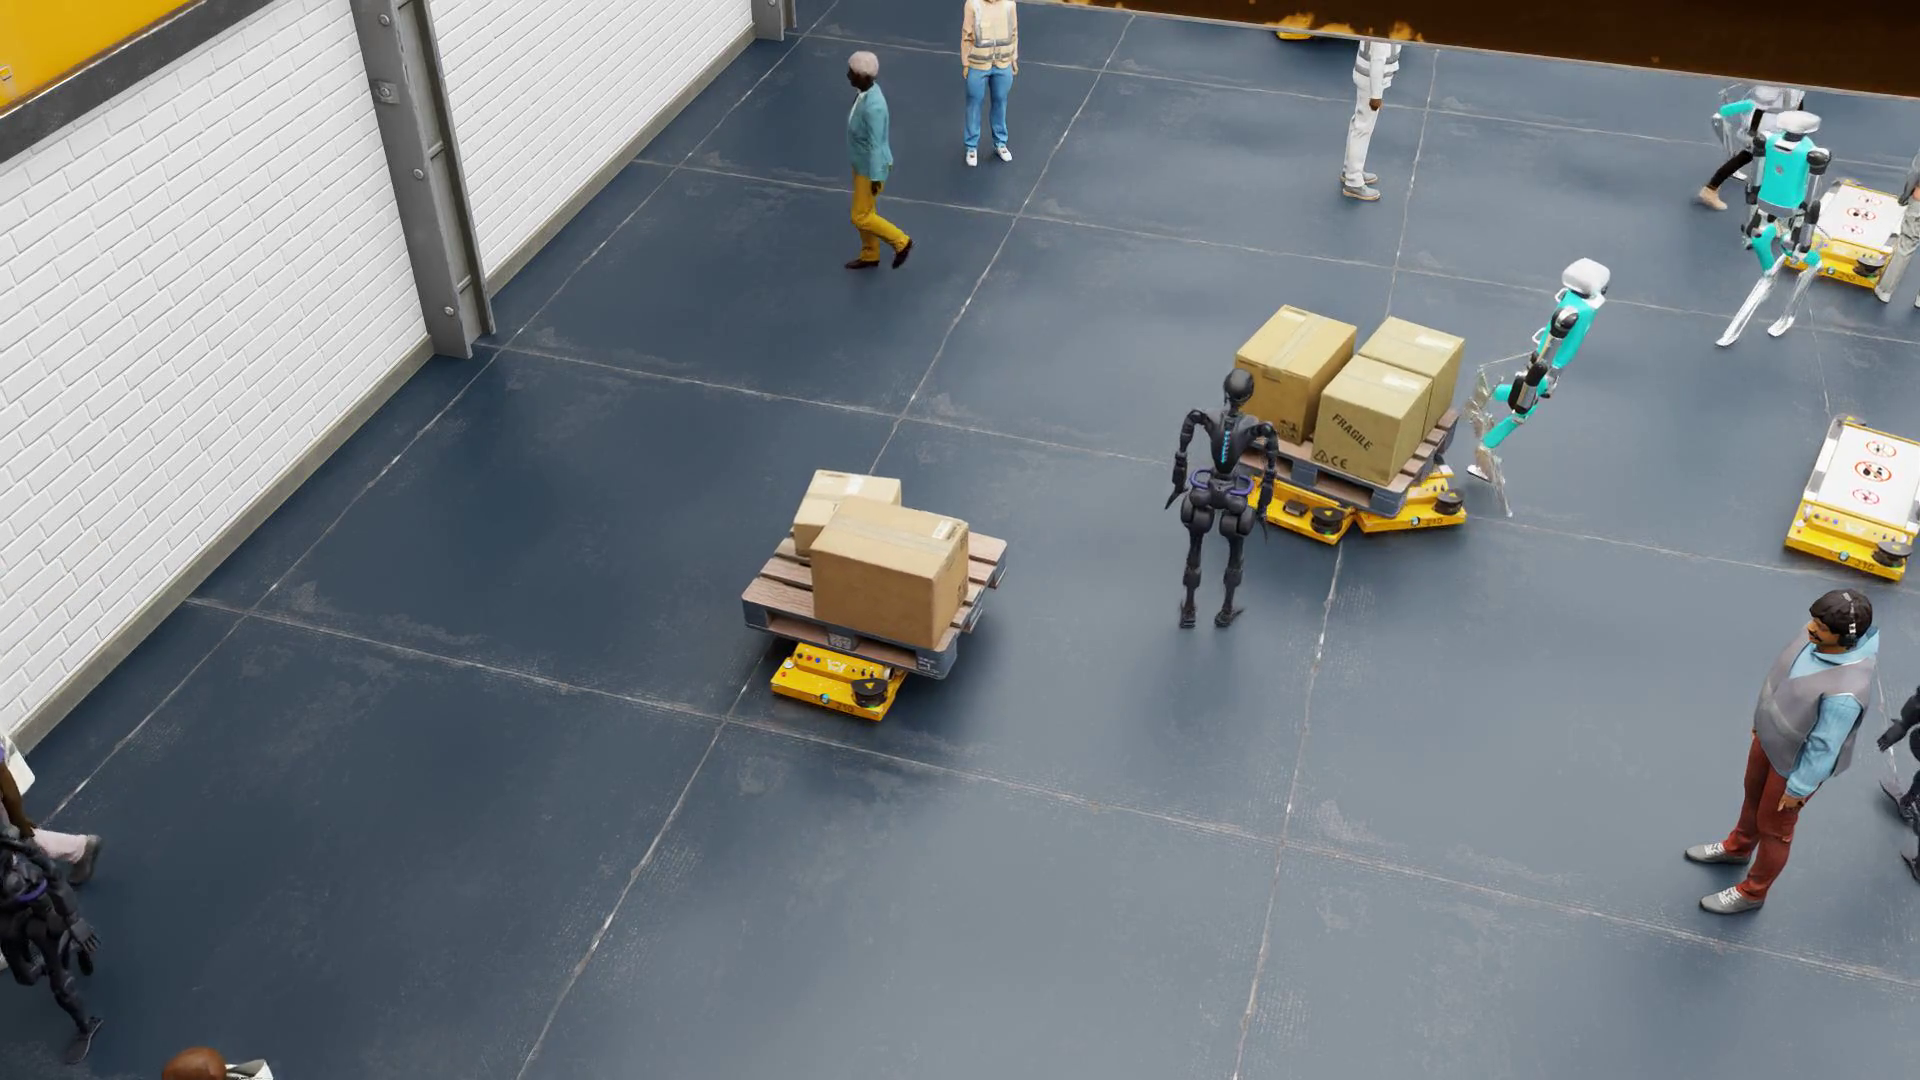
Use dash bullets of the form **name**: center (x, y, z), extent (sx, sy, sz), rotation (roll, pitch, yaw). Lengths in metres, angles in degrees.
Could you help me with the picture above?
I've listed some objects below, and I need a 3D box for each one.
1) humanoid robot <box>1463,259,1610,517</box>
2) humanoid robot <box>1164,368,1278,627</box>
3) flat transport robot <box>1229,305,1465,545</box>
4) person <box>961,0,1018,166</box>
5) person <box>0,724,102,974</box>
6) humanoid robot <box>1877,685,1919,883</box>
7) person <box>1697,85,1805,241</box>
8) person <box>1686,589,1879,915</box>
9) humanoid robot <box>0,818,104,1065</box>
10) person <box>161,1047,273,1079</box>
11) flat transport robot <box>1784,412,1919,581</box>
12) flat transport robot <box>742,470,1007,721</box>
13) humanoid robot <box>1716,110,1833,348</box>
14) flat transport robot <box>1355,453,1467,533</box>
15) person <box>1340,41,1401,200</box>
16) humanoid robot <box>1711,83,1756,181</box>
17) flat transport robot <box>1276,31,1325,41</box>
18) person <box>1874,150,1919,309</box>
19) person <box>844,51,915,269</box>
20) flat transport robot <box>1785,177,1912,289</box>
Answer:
- **humanoid robot**: center (3.323, -0.950, 10.046), extent (0.811, 1.803, 0.542), rotation (27, 46, 29)
- **humanoid robot**: center (1.419, -0.218, 9.152), extent (0.591, 1.650, 0.357), rotation (12, 40, 14)
- **flat transport robot**: center (2.388, -0.502, 10.628), extent (0.659, 0.231, 1.431), rotation (23, 44, 26)
- **person**: center (0.237, -3.971, 13.779), extent (0.485, 1.730, 0.364), rotation (-10, 40, -13)
- **person**: center (-4.342, 1.114, 7.374), extent (0.584, 1.821, 0.670), rotation (30, 48, 32)
- **humanoid robot**: center (4.704, 0.853, 7.836), extent (0.599, 1.634, 0.609), rotation (-3, 39, -4)
- **person**: center (6.282, -3.212, 12.893), extent (0.857, 1.654, 0.538), rotation (31, 48, 33)
- **person**: center (3.777, 0.958, 7.536), extent (0.415, 1.873, 0.534), rotation (3, 39, 4)
- **humanoid robot**: center (-3.923, 1.500, 7.028), extent (0.611, 1.638, 0.525), rotation (3, 39, 3)
- **person**: center (-2.457, 2.352, 5.886), extent (0.451, 1.752, 0.553), rotation (-13, 41, -16)
- **flat transport robot**: center (5.654, -0.297, 10.373), extent (0.659, 0.231, 1.431), rotation (22, 44, 25)
- **flat transport robot**: center (-0.473, 0.426, 9.474), extent (0.659, 0.231, 1.431), rotation (14, 41, 17)
- **humanoid robot**: center (5.777, -2.174, 11.558), extent (0.906, 1.771, 0.583), rotation (-20, 43, -23)
- **flat transport robot**: center (2.687, -0.572, 10.716), extent (0.659, 0.231, 1.431), rotation (-5, 39, -7)
- **person**: center (3.310, -3.662, 13.272), extent (0.354, 1.883, 0.572), rotation (7, 39, 8)
- **humanoid robot**: center (6.485, -3.695, 13.431), extent (0.789, 1.787, 0.552), rotation (31, 48, 32)
- **flat transport robot**: center (3.792, -5.186, 16.456), extent (1.431, 0.231, 0.659), rotation (-3, 39, -4)
- **person**: center (7.017, -2.426, 11.928), extent (0.512, 1.637, 0.311), rotation (16, 41, 18)
- **person**: center (-0.650, -2.753, 12.252), extent (0.457, 1.736, 0.547), rotation (-8, 39, -10)
- **flat transport robot**: center (7.004, -2.417, 13.011), extent (0.659, 0.231, 1.431), rotation (24, 45, 27)
